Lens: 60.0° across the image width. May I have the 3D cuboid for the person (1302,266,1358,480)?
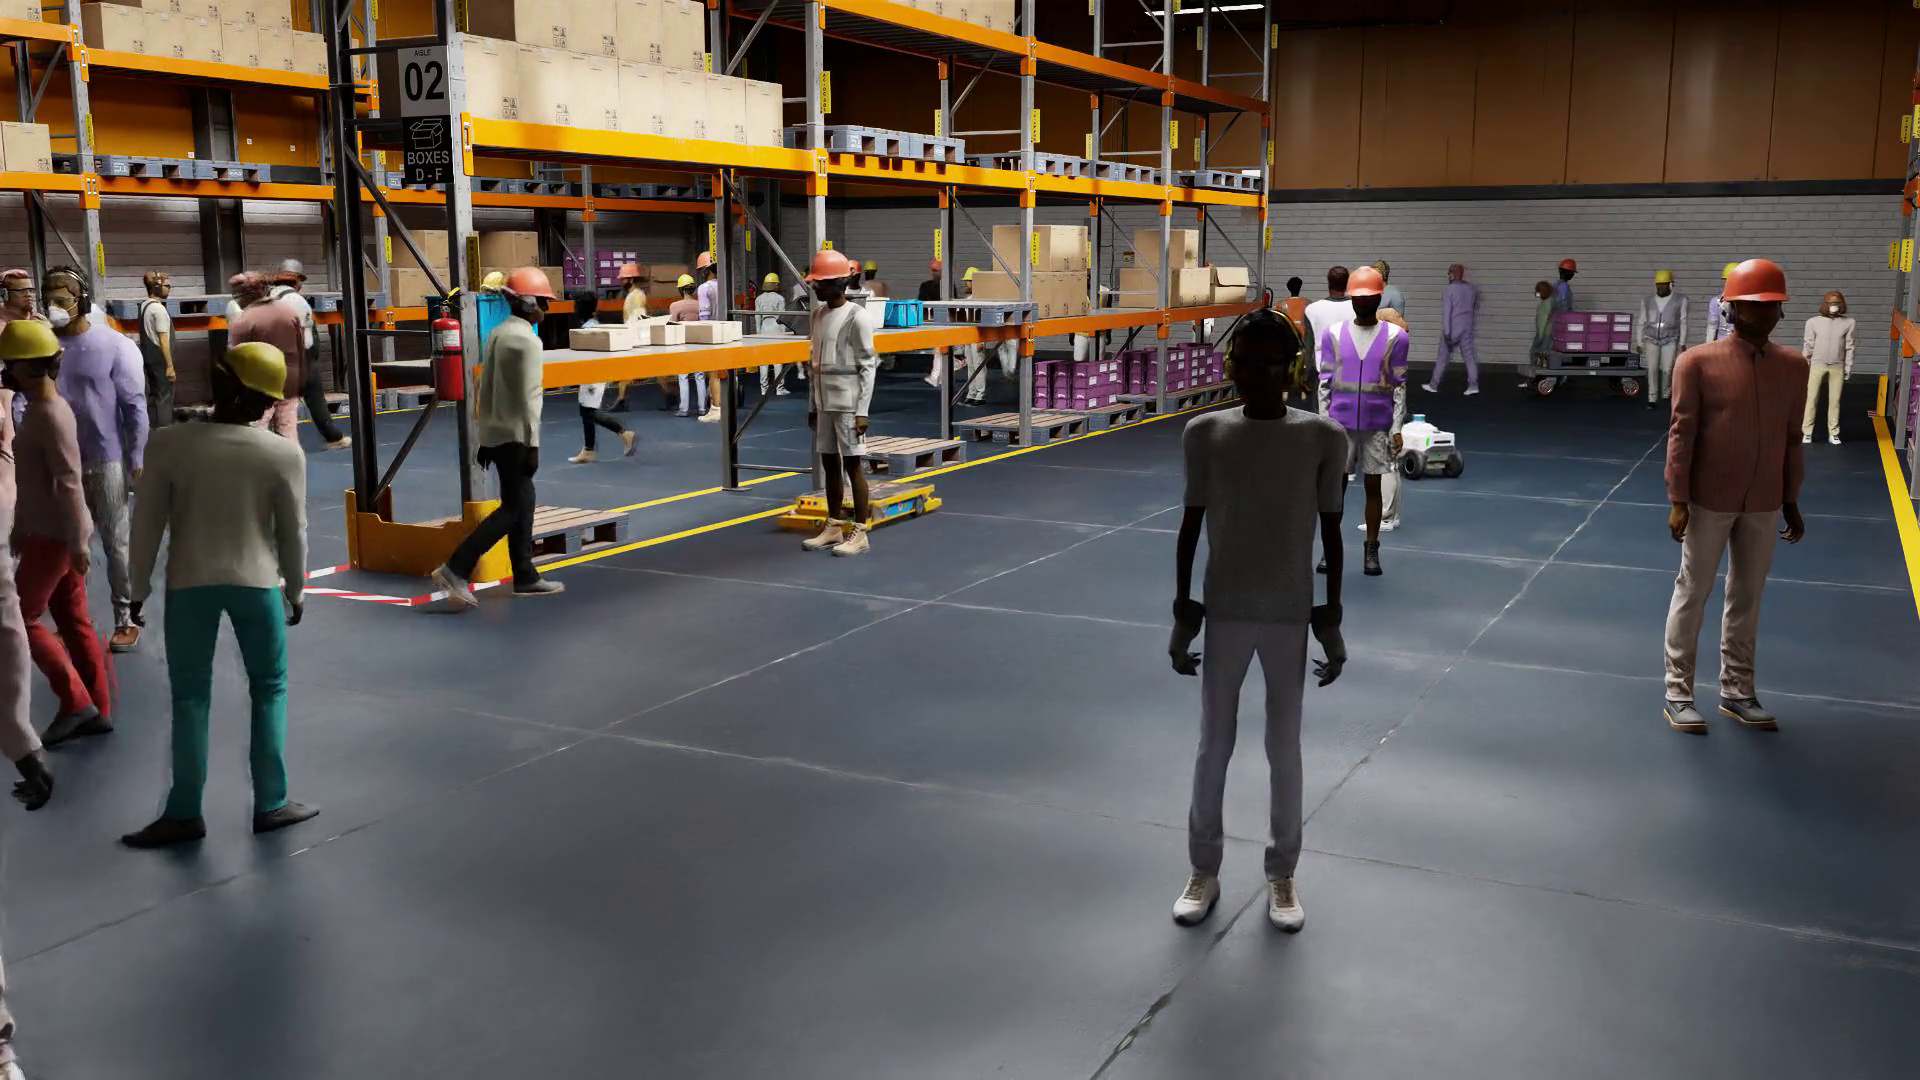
[{"bbox_3d":[3.348,-1.478,14.830,0.592,1.909,0.408,0,10,3],"label":"person"}]

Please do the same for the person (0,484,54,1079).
[{"bbox_3d":[-2.462,0.440,3.747,0.651,1.907,0.405,-6,12,-33],"label":"person"}]

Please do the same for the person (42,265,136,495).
[{"bbox_3d":[-7.094,-1.272,13.603,0.370,1.931,0.767,1,10,4],"label":"person"}]

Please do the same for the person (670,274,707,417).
[{"bbox_3d":[-3.357,-2.394,20.558,0.518,1.756,0.348,-8,13,-40],"label":"person"}]

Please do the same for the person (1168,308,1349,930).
[{"bbox_3d":[0.892,0.243,4.977,0.526,1.865,0.315,2,10,12],"label":"person"}]

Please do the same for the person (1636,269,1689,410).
[{"bbox_3d":[9.011,-2.568,21.391,0.616,1.813,0.442,7,12,35],"label":"person"}]

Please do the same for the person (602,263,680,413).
[{"bbox_3d":[-4.048,-2.555,21.110,0.955,1.902,0.549,-6,12,-31],"label":"person"}]

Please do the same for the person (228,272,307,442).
[{"bbox_3d":[-5.594,-1.215,13.449,0.436,1.883,0.716,6,11,30],"label":"person"}]

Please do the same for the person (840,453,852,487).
[{"bbox_3d":[-0.955,-0.991,12.796,0.311,1.635,0.511,-9,14,-43],"label":"person"}]

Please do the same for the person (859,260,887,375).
[{"bbox_3d":[-1.418,-3.575,26.955,0.601,1.907,0.541,-8,12,-38],"label":"person"}]

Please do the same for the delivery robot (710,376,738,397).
[{"bbox_3d":[-3.067,-2.024,21.619,0.477,0.478,0.707,-1,10,-5],"label":"delivery robot"}]

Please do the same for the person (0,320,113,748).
[{"bbox_3d":[-3.753,-0.019,6.813,0.442,1.751,0.538,-5,11,-29],"label":"person"}]

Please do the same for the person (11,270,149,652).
[{"bbox_3d":[-4.430,-0.386,8.405,0.634,1.937,0.354,-1,10,-6],"label":"person"}]

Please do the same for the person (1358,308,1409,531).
[{"bbox_3d":[3.113,-0.879,12.173,0.299,1.622,0.503,3,10,19],"label":"person"}]

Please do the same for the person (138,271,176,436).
[{"bbox_3d":[-7.899,-1.727,16.439,0.330,1.843,0.520,-10,14,-44],"label":"person"}]

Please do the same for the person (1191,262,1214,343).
[{"bbox_3d":[3.848,-3.460,26.386,0.347,1.879,0.580,9,13,42],"label":"person"}]

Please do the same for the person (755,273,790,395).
[{"bbox_3d":[-2.680,-2.942,23.789,0.483,1.736,0.311,4,11,21],"label":"person"}]

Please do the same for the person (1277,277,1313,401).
[{"bbox_3d":[4.577,-2.746,22.775,0.529,1.694,0.321,0,10,0],"label":"person"}]

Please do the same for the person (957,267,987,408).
[{"bbox_3d":[0.179,-2.657,21.852,0.403,1.835,0.586,-4,10,-20],"label":"person"}]

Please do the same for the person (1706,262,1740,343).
[{"bbox_3d":[8.429,-2.062,18.177,0.592,1.919,0.398,0,10,1],"label":"person"}]

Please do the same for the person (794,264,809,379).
[{"bbox_3d":[-2.380,-3.467,26.512,0.607,1.836,0.729,-6,11,-31],"label":"person"}]

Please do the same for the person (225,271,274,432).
[{"bbox_3d":[-7.284,-1.874,17.338,0.624,1.836,0.429,-7,12,-36],"label":"person"}]

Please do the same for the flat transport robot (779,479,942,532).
[{"bbox_3d":[-0.730,-0.273,12.572,0.652,0.197,1.431,4,11,24],"label":"flat transport robot"}]

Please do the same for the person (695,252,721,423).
[{"bbox_3d":[-2.960,-2.418,19.894,0.392,2.034,0.605,5,11,27],"label":"person"}]

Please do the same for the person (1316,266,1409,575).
[{"bbox_3d":[2.518,-0.739,10.450,0.545,1.939,0.374,3,10,17],"label":"person"}]

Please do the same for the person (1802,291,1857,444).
[{"bbox_3d":[9.193,-1.819,17.617,0.493,1.625,0.276,3,10,19],"label":"person"}]

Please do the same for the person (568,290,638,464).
[{"bbox_3d":[-3.449,-1.552,15.903,0.596,1.673,0.539,-2,10,-11],"label":"person"}]

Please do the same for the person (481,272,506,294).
[{"bbox_3d":[-4.636,-1.761,16.673,0.601,1.830,0.403,4,11,22],"label":"person"}]

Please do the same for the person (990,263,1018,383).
[{"bbox_3d":[0.711,-3.375,25.873,0.733,1.891,0.788,-2,10,-12],"label":"person"}]

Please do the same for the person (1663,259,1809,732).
[{"bbox_3d":[3.285,-0.179,7.042,0.610,1.996,0.379,-1,10,-8],"label":"person"}]

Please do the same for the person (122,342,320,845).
[{"bbox_3d":[-2.611,0.183,5.757,0.691,1.717,0.321,-4,11,-22],"label":"person"}]

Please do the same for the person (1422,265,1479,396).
[{"bbox_3d":[7.087,-2.990,23.731,0.648,1.855,0.986,-4,11,-22],"label":"person"}]

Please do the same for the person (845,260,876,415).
[{"bbox_3d":[-1.319,-2.512,20.717,0.551,1.935,0.375,1,10,6],"label":"person"}]

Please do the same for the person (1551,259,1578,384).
[{"bbox_3d":[9.333,-3.377,25.743,0.366,1.931,0.542,1,10,5],"label":"person"}]

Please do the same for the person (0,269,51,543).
[{"bbox_3d":[-6.523,-0.930,11.645,0.406,1.906,0.654,3,10,14],"label":"person"}]

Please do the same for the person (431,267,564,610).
[{"bbox_3d":[-2.667,-0.584,9.545,0.814,1.956,0.636,-7,12,-35],"label":"person"}]

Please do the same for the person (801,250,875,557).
[{"bbox_3d":[-0.829,-0.907,11.126,0.394,2.040,0.610,-9,13,-41],"label":"person"}]

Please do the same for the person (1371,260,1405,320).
[{"bbox_3d":[4.737,-2.192,18.860,0.372,1.940,0.627,-6,11,-31],"label":"person"}]

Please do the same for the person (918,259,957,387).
[{"bbox_3d":[-0.347,-3.307,25.336,0.614,1.941,1.068,5,11,28],"label":"person"}]

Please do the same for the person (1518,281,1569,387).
[{"bbox_3d":[8.819,-3.081,24.955,0.632,1.615,0.518,0,10,2],"label":"person"}]

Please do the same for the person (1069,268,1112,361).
[{"bbox_3d":[1.794,-2.842,22.932,0.628,1.837,0.429,-1,10,-4],"label":"person"}]

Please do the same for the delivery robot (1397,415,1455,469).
[{"bbox_3d":[4.157,-0.895,15.082,0.477,0.478,0.707,-4,10,-20],"label":"delivery robot"}]

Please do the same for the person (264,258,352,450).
[{"bbox_3d":[-6.769,-1.892,16.829,0.681,2.000,0.983,6,11,31],"label":"person"}]
